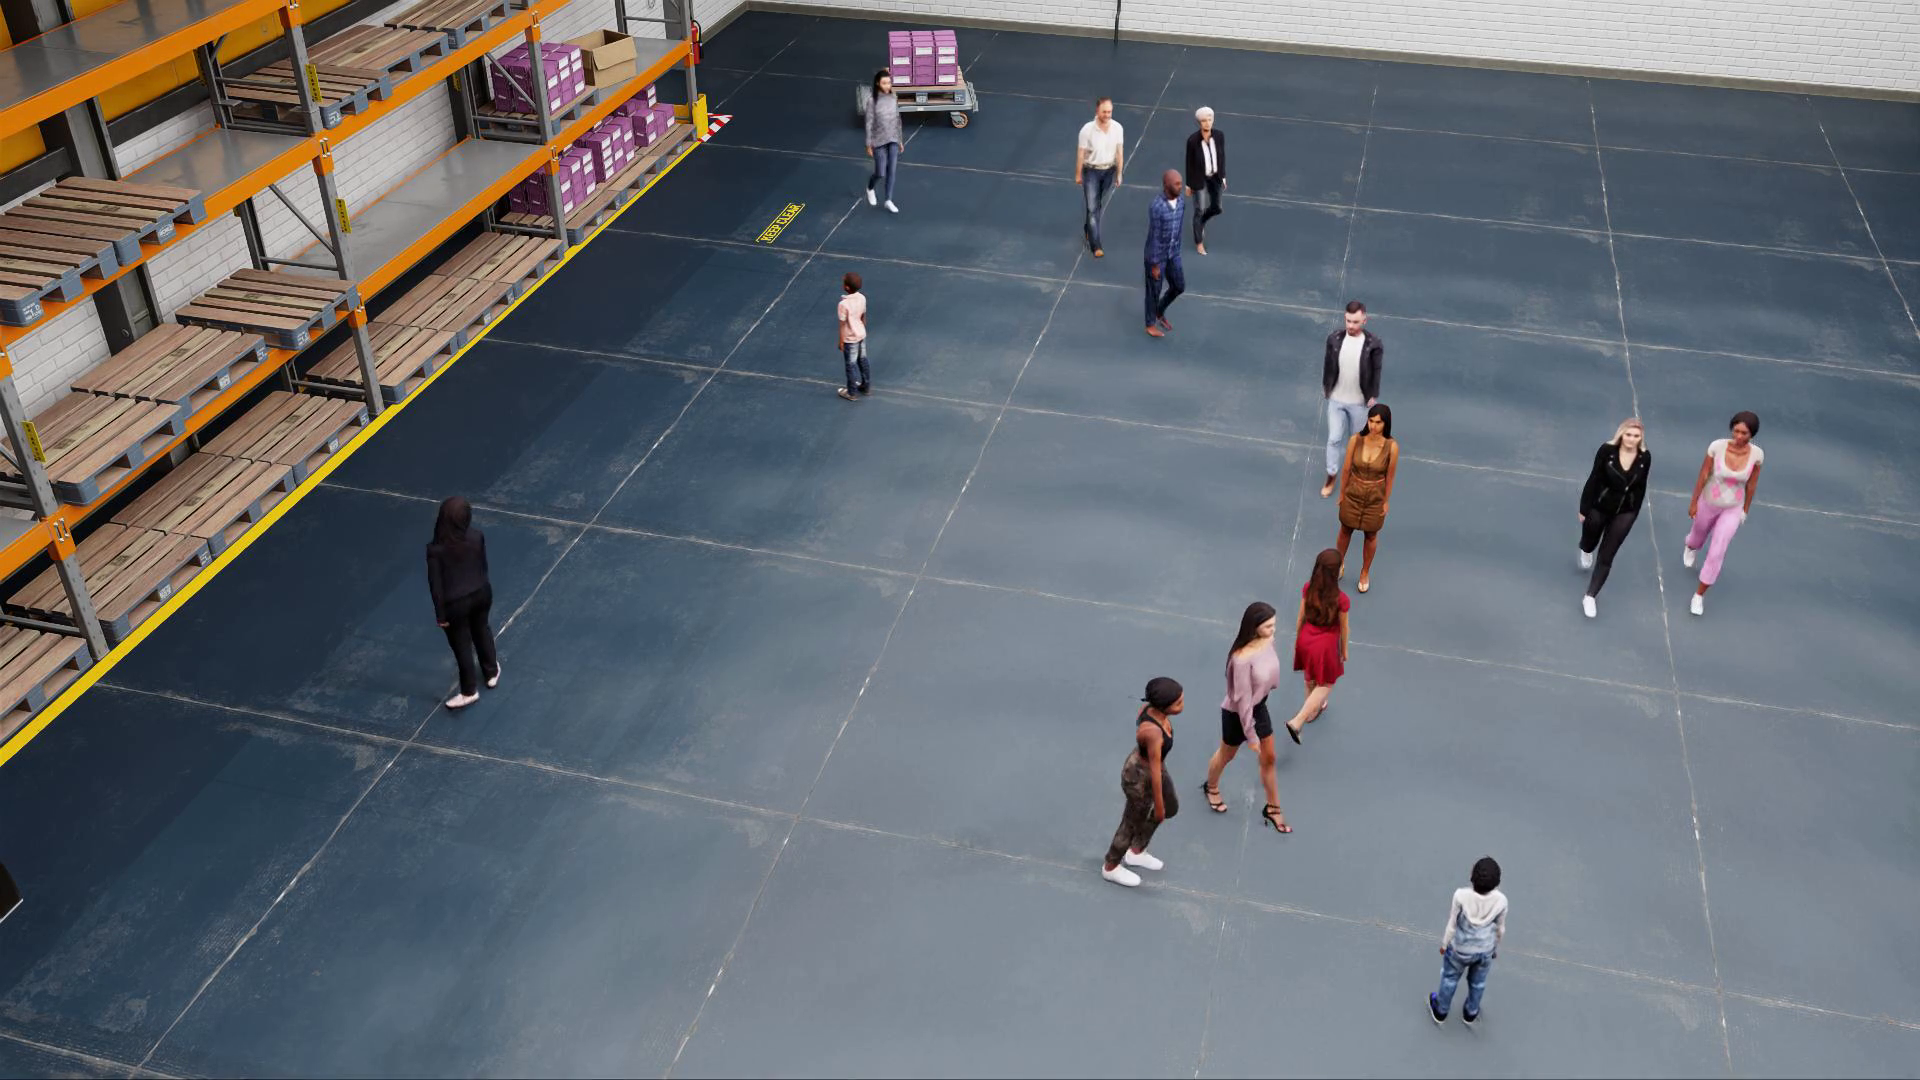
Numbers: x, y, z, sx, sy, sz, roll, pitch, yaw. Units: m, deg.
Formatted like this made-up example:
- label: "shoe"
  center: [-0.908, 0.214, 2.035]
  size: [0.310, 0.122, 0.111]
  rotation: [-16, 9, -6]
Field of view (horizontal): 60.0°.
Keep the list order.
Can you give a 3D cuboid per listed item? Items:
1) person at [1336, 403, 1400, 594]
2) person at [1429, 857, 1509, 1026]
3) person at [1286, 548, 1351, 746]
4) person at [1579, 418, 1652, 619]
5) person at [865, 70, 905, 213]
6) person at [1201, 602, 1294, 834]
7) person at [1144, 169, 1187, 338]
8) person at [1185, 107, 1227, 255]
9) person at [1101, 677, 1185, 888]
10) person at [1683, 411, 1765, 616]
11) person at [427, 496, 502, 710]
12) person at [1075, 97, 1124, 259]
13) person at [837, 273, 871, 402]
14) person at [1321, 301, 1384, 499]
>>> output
- label: "person"
  center: [3.233, -0.341, 13.278]
  size: [0.581, 1.690, 0.541]
  rotation: [13, 36, 19]
- label: "person"
  center: [2.961, 2.327, 9.652]
  size: [0.510, 1.260, 0.520]
  rotation: [4, 34, 5]
- label: "person"
  center: [2.519, 0.766, 11.748]
  size: [0.783, 1.539, 0.979]
  rotation: [26, 41, 33]
- label: "person"
  center: [5.134, -0.254, 13.166]
  size: [0.605, 1.668, 0.986]
  rotation: [8, 34, 12]
- label: "person"
  center: [-0.945, -4.804, 19.964]
  size: [0.777, 1.721, 0.839]
  rotation: [-22, 40, -30]
- label: "person"
  center: [1.786, 1.135, 10.971]
  size: [0.955, 1.785, 0.971]
  rotation: [28, 43, 36]
- label: "person"
  center: [2.027, -2.977, 17.140]
  size: [0.794, 1.805, 0.862]
  rotation: [-20, 39, -27]
- label: "person"
  center: [2.832, -4.123, 19.016]
  size: [0.932, 1.772, 0.930]
  rotation: [-7, 34, -11]
- label: "person"
  center: [1.116, 1.521, 10.492]
  size: [0.707, 1.673, 0.644]
  rotation: [6, 34, 9]
- label: "person"
  center: [6.006, -0.285, 13.164]
  size: [0.647, 1.723, 1.049]
  rotation: [13, 36, 19]
- label: "person"
  center: [-3.636, 0.476, 12.140]
  size: [0.940, 1.589, 0.744]
  rotation: [14, 36, 20]
- label: "person"
  center: [1.568, -4.189, 18.974]
  size: [1.025, 1.794, 1.317]
  rotation: [-6, 34, -9]
- label: "person"
  center: [-1.026, -1.974, 16.080]
  size: [0.618, 1.308, 0.528]
  rotation: [26, 41, 33]
- label: "person"
  center: [3.434, -1.286, 14.580]
  size: [0.760, 1.823, 1.000]
  rotation: [12, 36, 18]
